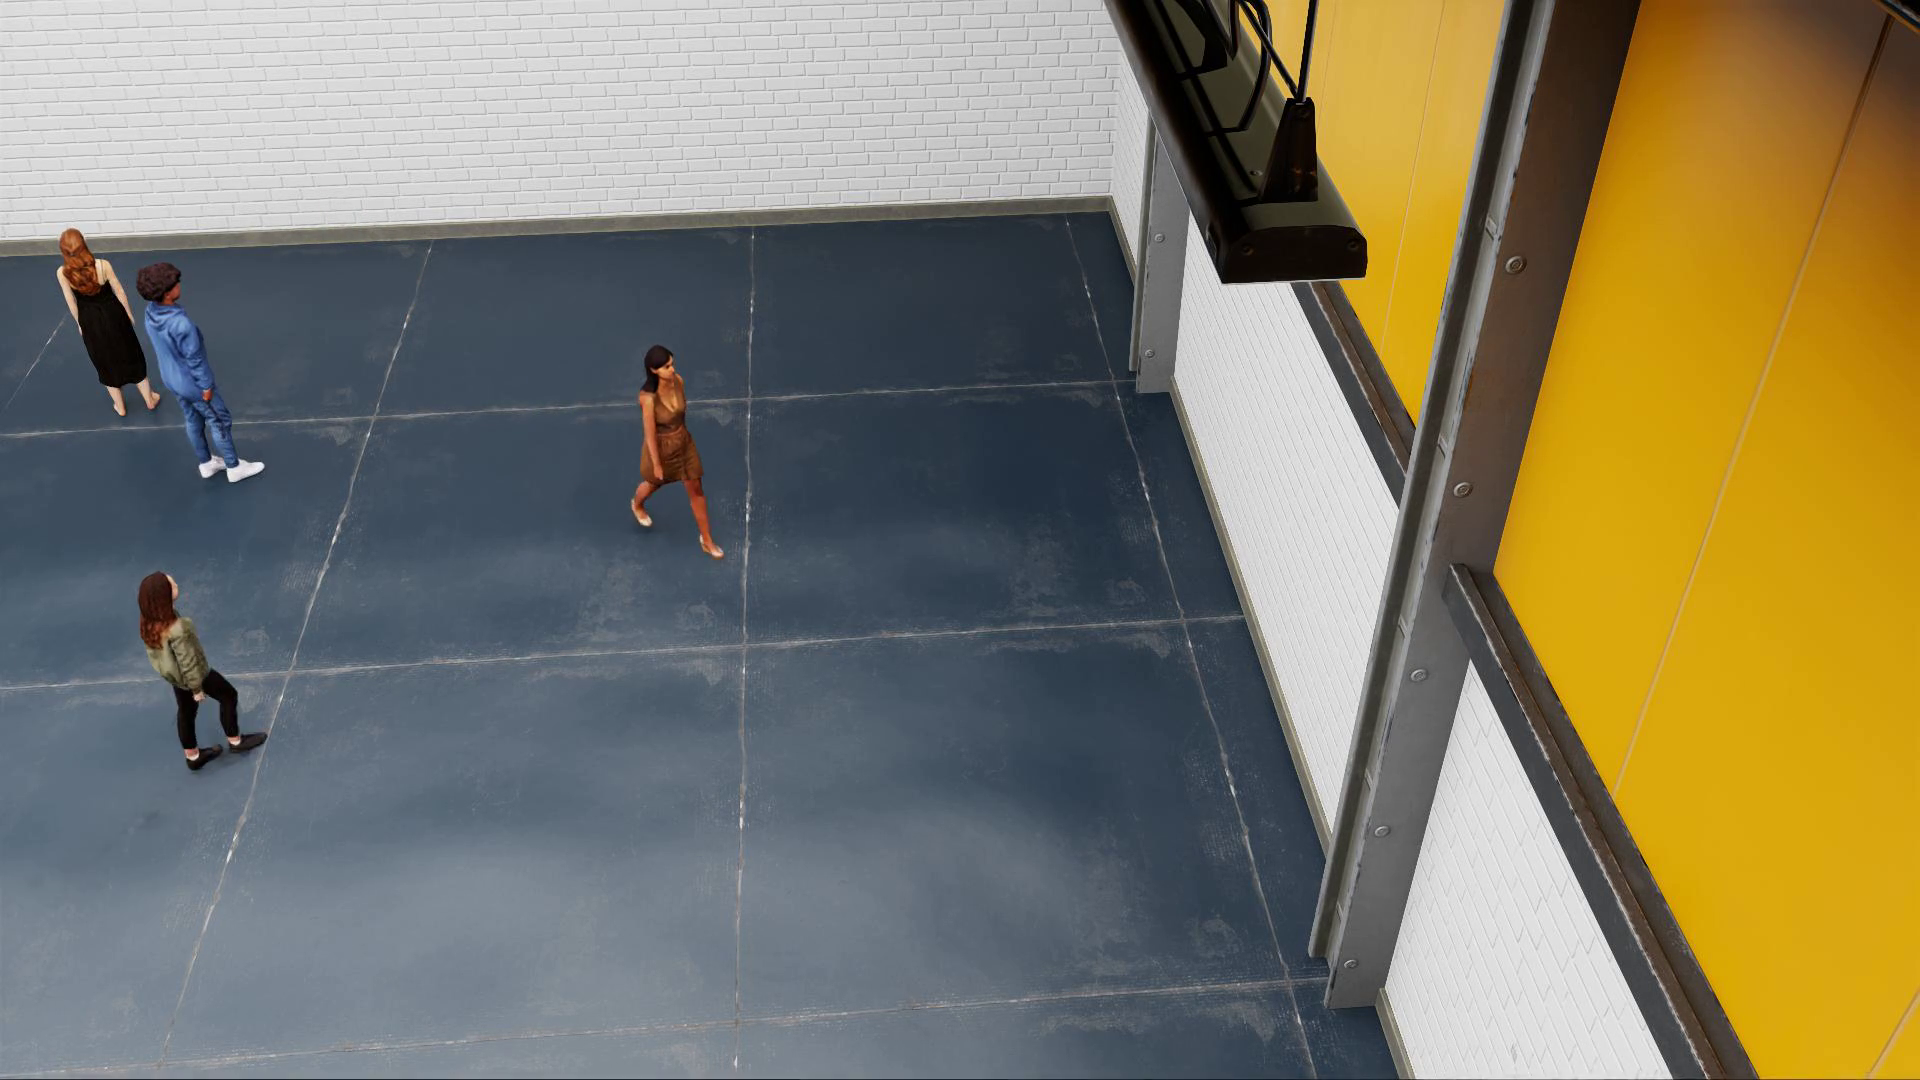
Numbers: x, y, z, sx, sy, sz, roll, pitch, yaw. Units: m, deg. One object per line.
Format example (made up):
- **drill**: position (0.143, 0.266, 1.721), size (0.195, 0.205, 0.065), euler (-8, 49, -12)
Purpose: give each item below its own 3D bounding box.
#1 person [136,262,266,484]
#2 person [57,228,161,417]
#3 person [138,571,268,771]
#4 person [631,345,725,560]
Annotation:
- **person**: position (-5.690, -1.197, 12.169), size (0.816, 1.802, 0.867), euler (26, 45, 28)
- **person**: position (-6.663, -1.696, 12.936), size (0.643, 1.625, 0.673), euler (-16, 41, -19)
- **person**: position (-4.673, 0.826, 9.913), size (0.777, 1.458, 0.838), euler (25, 45, 28)
- **person**: position (-2.098, -0.633, 11.582), size (1.086, 1.654, 1.074), euler (24, 44, 27)
